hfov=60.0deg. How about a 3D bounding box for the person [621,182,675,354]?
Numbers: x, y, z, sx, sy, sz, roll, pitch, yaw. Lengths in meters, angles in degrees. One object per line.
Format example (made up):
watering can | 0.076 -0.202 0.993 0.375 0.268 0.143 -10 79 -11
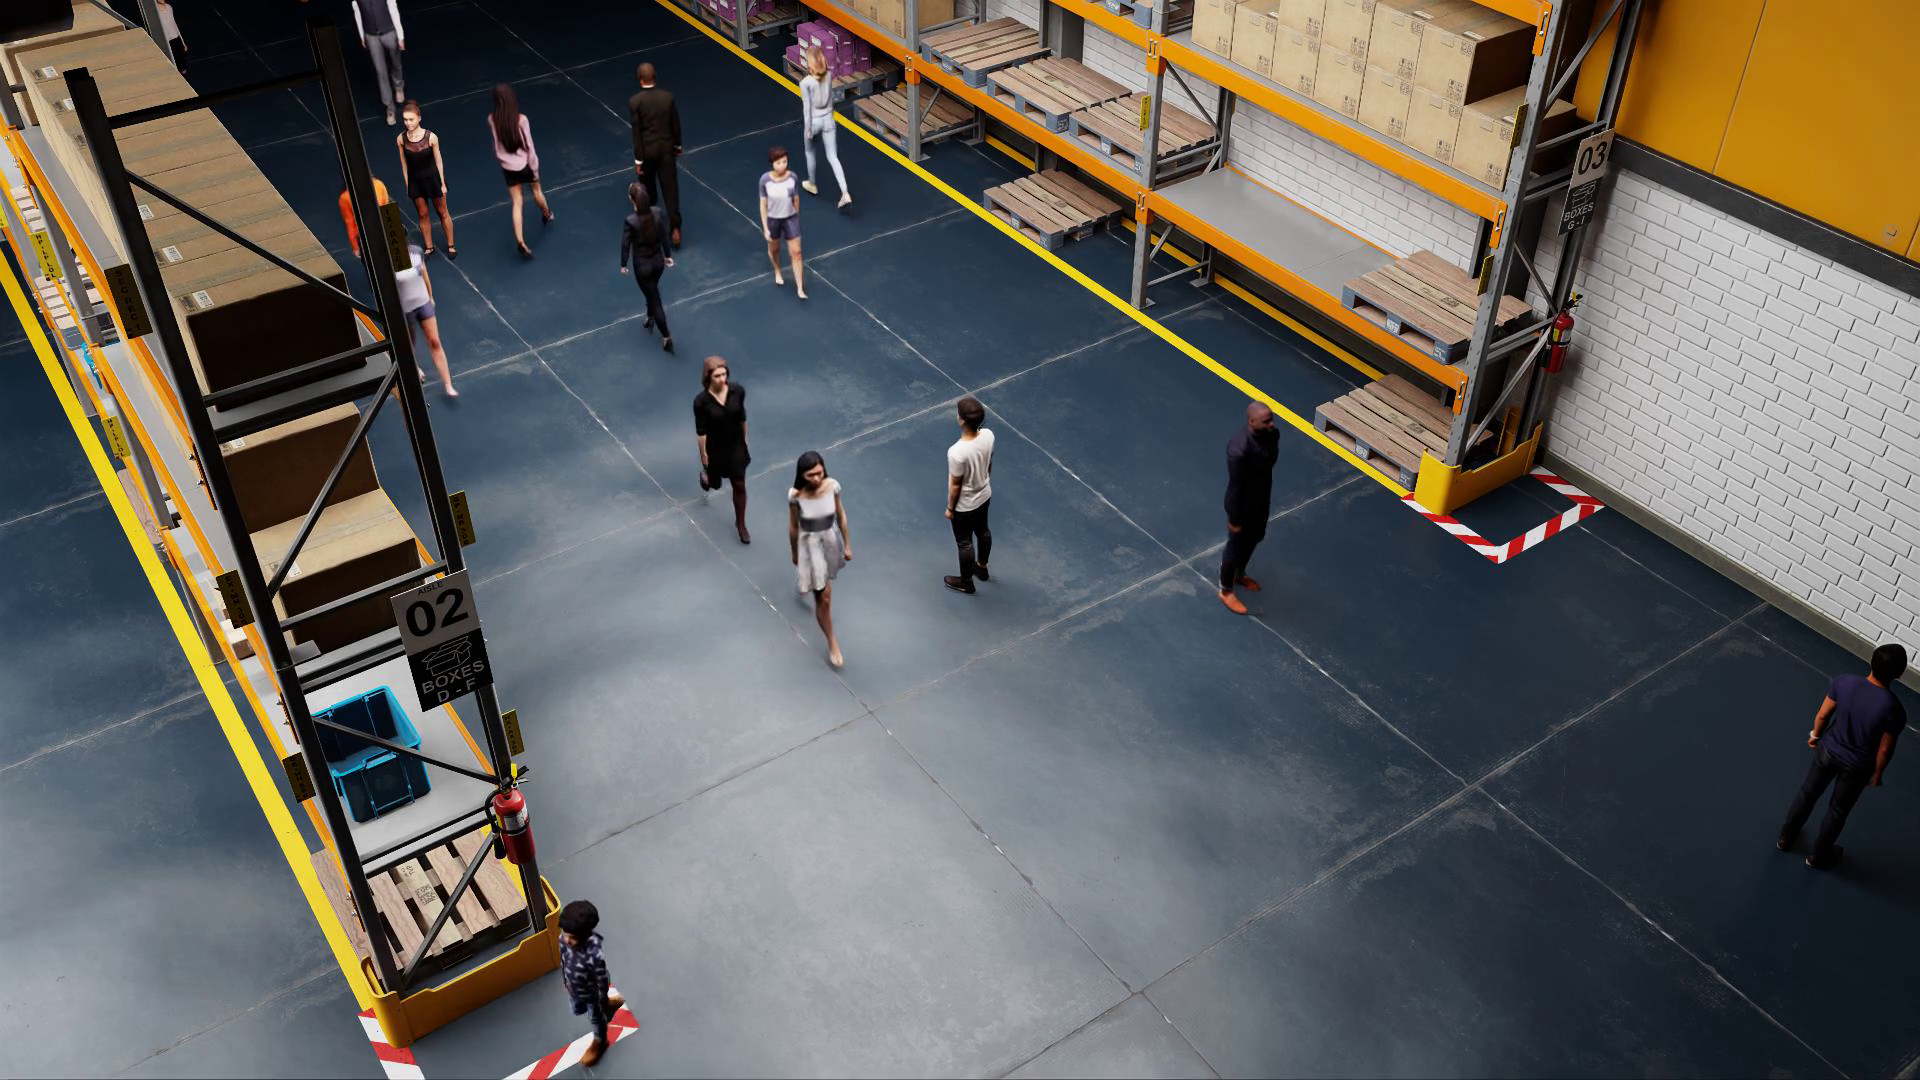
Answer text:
person | -2.830 -2.494 15.419 0.673 1.691 0.861 -30 47 -32

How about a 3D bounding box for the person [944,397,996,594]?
person | 0.079 -0.348 12.708 0.627 1.722 0.680 27 46 30

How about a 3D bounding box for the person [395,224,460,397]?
person | -4.968 -2.110 14.951 0.622 1.675 1.058 -25 45 -27

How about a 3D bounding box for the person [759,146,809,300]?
person | -1.793 -3.187 16.418 0.784 1.529 1.019 -8 39 -10

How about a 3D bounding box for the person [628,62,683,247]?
person | -3.078 -3.923 17.074 0.860 1.860 1.293 -17 42 -20

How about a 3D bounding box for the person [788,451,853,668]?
person | -1.059 0.044 12.205 0.761 1.737 1.202 -15 41 -18

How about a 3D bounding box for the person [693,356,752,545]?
person | -1.926 -0.770 13.267 0.632 1.684 0.960 -21 43 -24

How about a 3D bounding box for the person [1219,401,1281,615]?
person | 2.154 -0.293 12.560 0.703 1.820 0.745 30 48 32

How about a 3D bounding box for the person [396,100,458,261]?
person | -5.417 -3.643 16.871 0.675 1.675 0.702 -3 39 -4

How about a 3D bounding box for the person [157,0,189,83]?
person | -9.419 -5.895 19.843 0.660 1.485 0.623 11 40 13

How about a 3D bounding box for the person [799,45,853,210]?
person | -1.431 -4.367 17.711 0.614 1.759 1.170 -25 45 -28

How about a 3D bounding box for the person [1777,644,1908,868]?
person | 5.599 1.358 10.514 0.718 1.794 0.481 -27 46 -30

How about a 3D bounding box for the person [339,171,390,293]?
person | -5.658 -2.910 15.904 0.614 1.737 0.650 -24 44 -27

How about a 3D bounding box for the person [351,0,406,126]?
person | -6.809 -5.983 19.634 0.985 1.884 1.336 -8 39 -10

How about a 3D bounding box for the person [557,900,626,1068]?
person | -2.109 2.490 9.536 0.661 1.245 0.674 24 44 27

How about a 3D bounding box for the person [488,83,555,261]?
person | -4.510 -3.691 16.864 1.103 1.760 1.175 6 39 7
